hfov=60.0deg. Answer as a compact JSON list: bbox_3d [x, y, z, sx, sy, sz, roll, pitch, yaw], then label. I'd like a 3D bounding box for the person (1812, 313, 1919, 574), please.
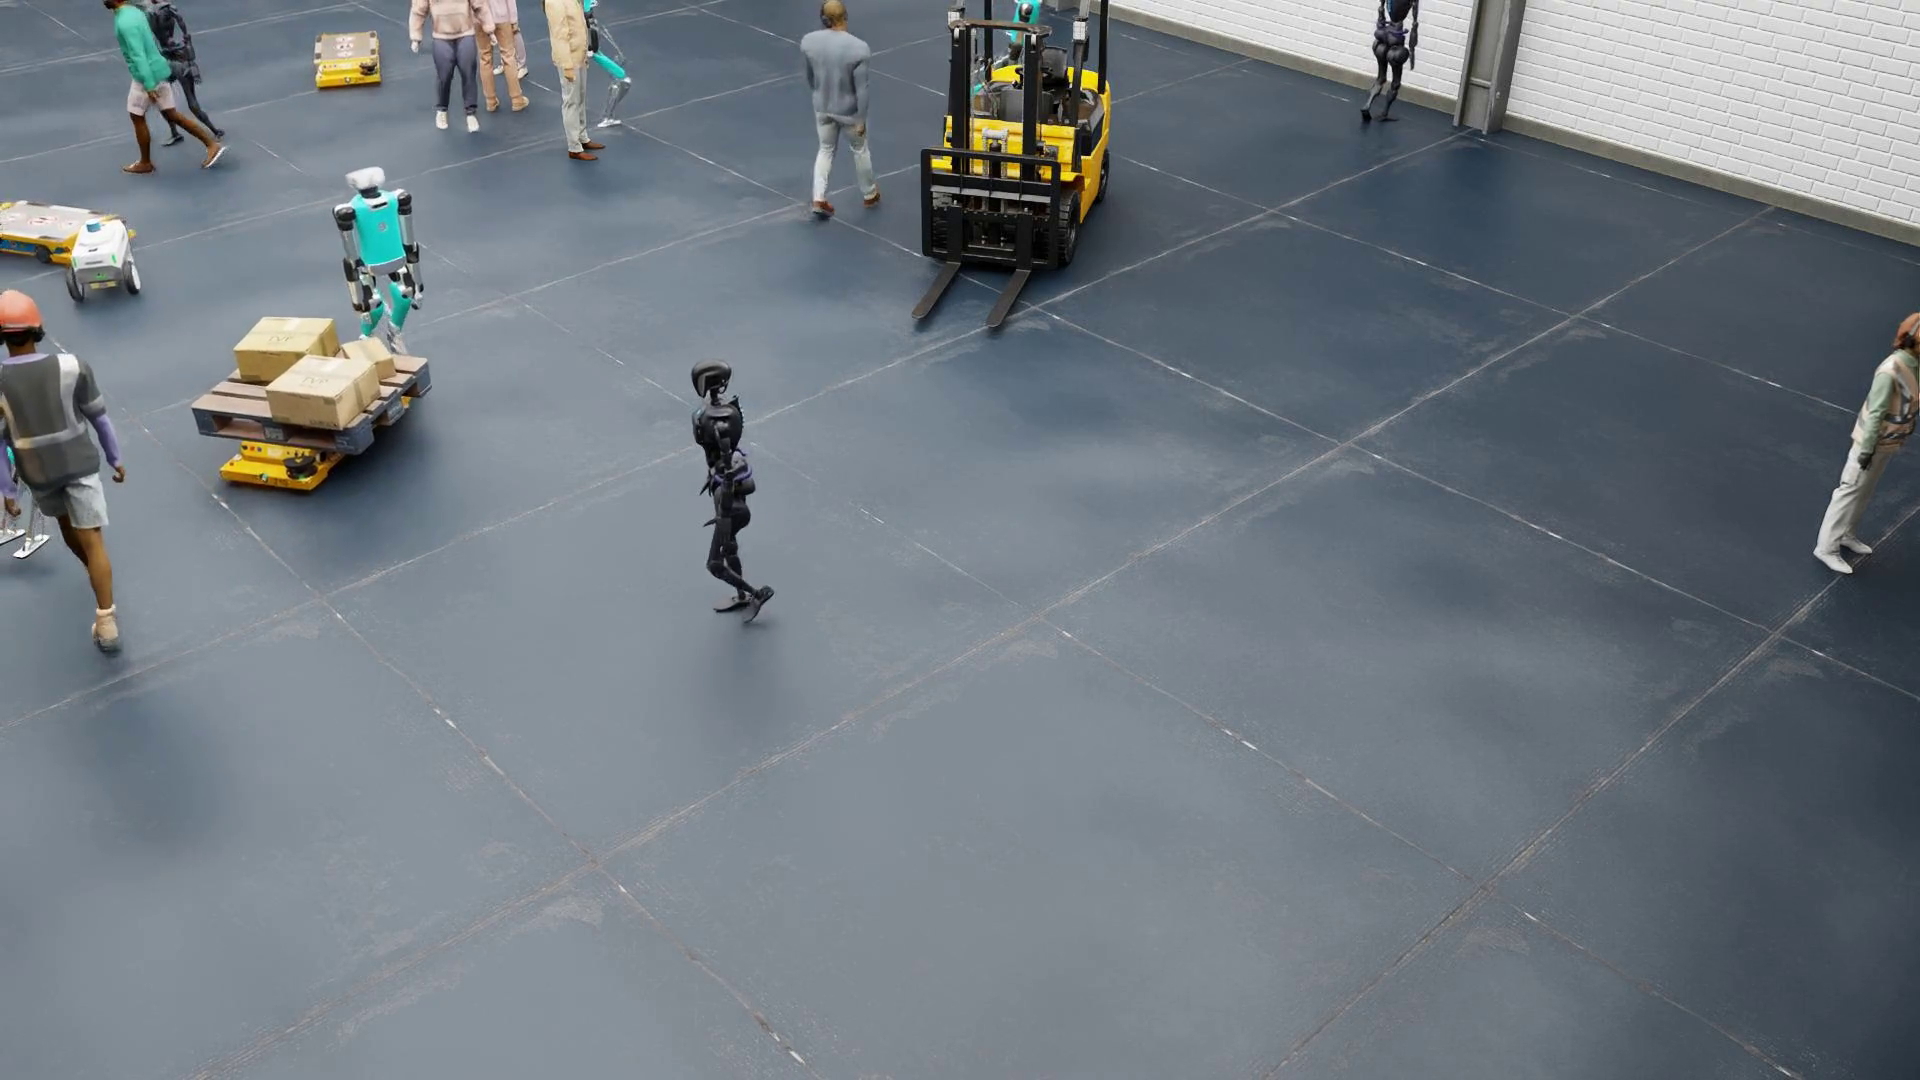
[{"bbox_3d":[5.427,-0.584,9.812,0.522,1.638,0.308,-27,42,-35],"label":"person"}]

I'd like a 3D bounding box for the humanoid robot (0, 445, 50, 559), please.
[{"bbox_3d":[-5.703,-0.701,9.783,0.533,1.676,0.735,15,36,21],"label":"humanoid robot"}]

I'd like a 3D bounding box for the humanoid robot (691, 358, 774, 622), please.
[{"bbox_3d":[-1.295,-0.287,9.320,0.383,1.643,0.588,-10,34,-14],"label":"humanoid robot"}]

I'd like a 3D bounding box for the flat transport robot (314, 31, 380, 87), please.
[{"bbox_3d":[-6.755,-5.317,18.346,0.659,0.231,1.431,-9,34,-14],"label":"flat transport robot"}]

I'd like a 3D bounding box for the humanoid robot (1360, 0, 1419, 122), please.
[{"bbox_3d":[4.269,-4.933,16.496,0.506,1.648,0.596,-18,37,-26],"label":"humanoid robot"}]

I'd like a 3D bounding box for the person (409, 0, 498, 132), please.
[{"bbox_3d":[-4.988,-4.956,16.356,0.816,1.850,0.488,-11,35,-16],"label":"person"}]

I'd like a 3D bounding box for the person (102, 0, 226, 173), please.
[{"bbox_3d":[-7.444,-4.286,15.365,0.893,1.801,0.544,-4,33,-5],"label":"person"}]

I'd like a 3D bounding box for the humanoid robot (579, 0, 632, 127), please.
[{"bbox_3d":[-3.506,-4.940,16.434,0.660,1.813,0.537,-7,34,-11],"label":"humanoid robot"}]

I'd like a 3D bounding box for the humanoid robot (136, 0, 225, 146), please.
[{"bbox_3d":[-7.546,-4.616,15.988,0.612,1.639,0.404,10,34,15],"label":"humanoid robot"}]

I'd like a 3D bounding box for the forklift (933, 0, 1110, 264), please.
[{"bbox_3d":[0.570,-3.725,14.138,1.214,2.155,2.313,9,34,13],"label":"forklift"}]

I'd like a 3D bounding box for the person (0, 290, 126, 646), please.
[{"bbox_3d":[-4.995,-0.398,9.227,0.625,1.984,1.058,-12,35,-18],"label":"person"}]

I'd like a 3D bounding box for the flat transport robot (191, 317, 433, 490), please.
[{"bbox_3d":[-4.379,-0.802,11.407,0.659,0.231,1.431,7,34,11],"label":"flat transport robot"}]

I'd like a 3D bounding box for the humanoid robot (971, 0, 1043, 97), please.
[{"bbox_3d":[0.296,-4.474,15.732,0.993,1.732,0.537,8,34,12],"label":"humanoid robot"}]

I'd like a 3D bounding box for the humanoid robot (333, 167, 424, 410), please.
[{"bbox_3d":[-4.038,-1.735,11.520,0.536,1.831,0.638,-27,42,-35],"label":"humanoid robot"}]

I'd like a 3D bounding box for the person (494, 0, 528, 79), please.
[{"bbox_3d":[-4.939,-5.812,17.743,0.522,1.761,0.341,22,39,30],"label":"person"}]

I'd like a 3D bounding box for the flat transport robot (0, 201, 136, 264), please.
[{"bbox_3d":[-7.879,-2.634,14.222,1.431,0.231,0.659,10,34,15],"label":"flat transport robot"}]

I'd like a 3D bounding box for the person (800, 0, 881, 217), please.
[{"bbox_3d":[-1.051,-3.740,14.430,0.620,1.895,0.712,8,34,11],"label":"person"}]

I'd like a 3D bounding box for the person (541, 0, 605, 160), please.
[{"bbox_3d":[-3.680,-4.542,15.684,0.414,1.877,0.553,2,33,3],"label":"person"}]

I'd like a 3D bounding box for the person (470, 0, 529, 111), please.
[{"bbox_3d":[-4.732,-5.229,16.820,0.535,1.783,0.399,0,33,0],"label":"person"}]

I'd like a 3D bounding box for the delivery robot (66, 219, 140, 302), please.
[{"bbox_3d":[-6.928,-2.278,13.429,0.499,0.613,0.817,-10,34,-15],"label":"delivery robot"}]
